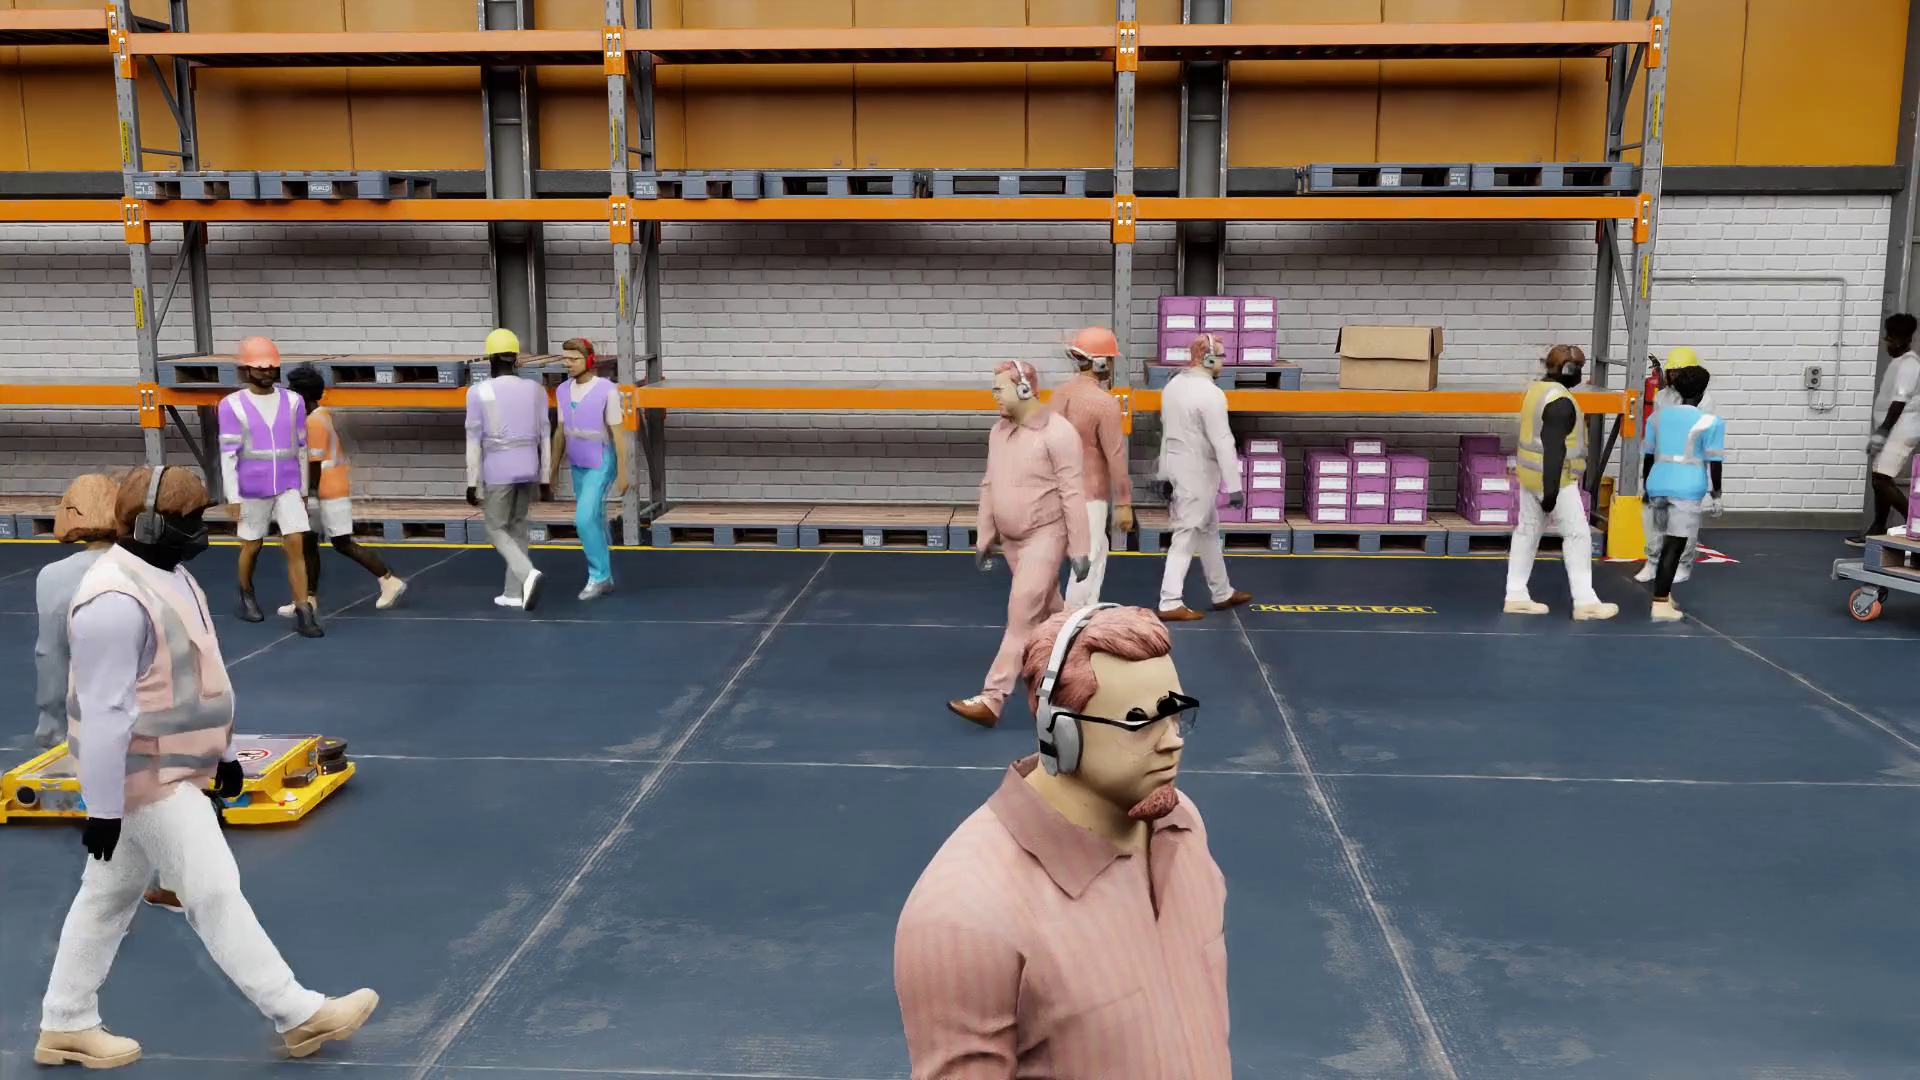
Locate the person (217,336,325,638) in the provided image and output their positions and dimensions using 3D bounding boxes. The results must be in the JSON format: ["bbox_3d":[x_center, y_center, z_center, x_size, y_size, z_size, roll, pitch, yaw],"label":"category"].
[{"bbox_3d":[-4.419,-0.349,10.588,0.549,1.896,0.994,-7,12,-36],"label":"person"}]

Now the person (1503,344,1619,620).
[{"bbox_3d":[4.013,-0.376,10.956,0.813,1.804,0.616,0,10,1],"label":"person"}]

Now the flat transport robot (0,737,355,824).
[{"bbox_3d":[-3.456,1.026,7.206,1.431,0.197,0.652,0,10,0],"label":"flat transport robot"}]

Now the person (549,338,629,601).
[{"bbox_3d":[-2.588,-0.478,11.467,0.595,1.822,0.564,8,12,39],"label":"person"}]

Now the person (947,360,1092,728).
[{"bbox_3d":[0.301,0.016,8.501,1.012,1.848,0.666,-7,12,-34],"label":"person"}]

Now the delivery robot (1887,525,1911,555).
[{"bbox_3d":[7.008,0.047,11.835,0.477,0.478,0.707,-7,12,-36],"label":"delivery robot"}]

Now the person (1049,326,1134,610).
[{"bbox_3d":[0.836,-0.277,9.860,0.681,1.969,0.647,-5,11,-29],"label":"person"}]

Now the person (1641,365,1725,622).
[{"bbox_3d":[4.714,-0.301,10.859,0.523,1.668,0.541,-5,11,-26],"label":"person"}]

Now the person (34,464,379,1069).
[{"bbox_3d":[-2.282,0.671,4.854,1.004,1.784,0.640,-2,10,-14],"label":"person"}]

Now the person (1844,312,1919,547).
[{"bbox_3d":[7.514,-0.846,13.284,0.546,1.939,0.643,4,11,23],"label":"person"}]

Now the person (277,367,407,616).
[{"bbox_3d":[-4.129,-0.323,11.027,0.773,1.662,0.527,-4,11,-24],"label":"person"}]

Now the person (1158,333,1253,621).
[{"bbox_3d":[1.675,-0.403,10.871,0.880,1.871,0.683,-3,10,-17],"label":"person"}]

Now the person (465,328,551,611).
[{"bbox_3d":[-2.953,-0.446,11.043,0.689,1.905,0.605,9,13,43],"label":"person"}]

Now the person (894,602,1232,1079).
[{"bbox_3d":[0.195,1.027,2.419,0.400,1.910,0.643,8,12,37],"label":"person"}]

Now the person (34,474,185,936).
[{"bbox_3d":[-2.990,0.575,5.895,0.307,1.620,0.516,5,11,27],"label":"person"}]

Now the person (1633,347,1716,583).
[{"bbox_3d":[5.150,-0.528,12.030,0.624,1.718,0.511,-7,12,-35],"label":"person"}]
